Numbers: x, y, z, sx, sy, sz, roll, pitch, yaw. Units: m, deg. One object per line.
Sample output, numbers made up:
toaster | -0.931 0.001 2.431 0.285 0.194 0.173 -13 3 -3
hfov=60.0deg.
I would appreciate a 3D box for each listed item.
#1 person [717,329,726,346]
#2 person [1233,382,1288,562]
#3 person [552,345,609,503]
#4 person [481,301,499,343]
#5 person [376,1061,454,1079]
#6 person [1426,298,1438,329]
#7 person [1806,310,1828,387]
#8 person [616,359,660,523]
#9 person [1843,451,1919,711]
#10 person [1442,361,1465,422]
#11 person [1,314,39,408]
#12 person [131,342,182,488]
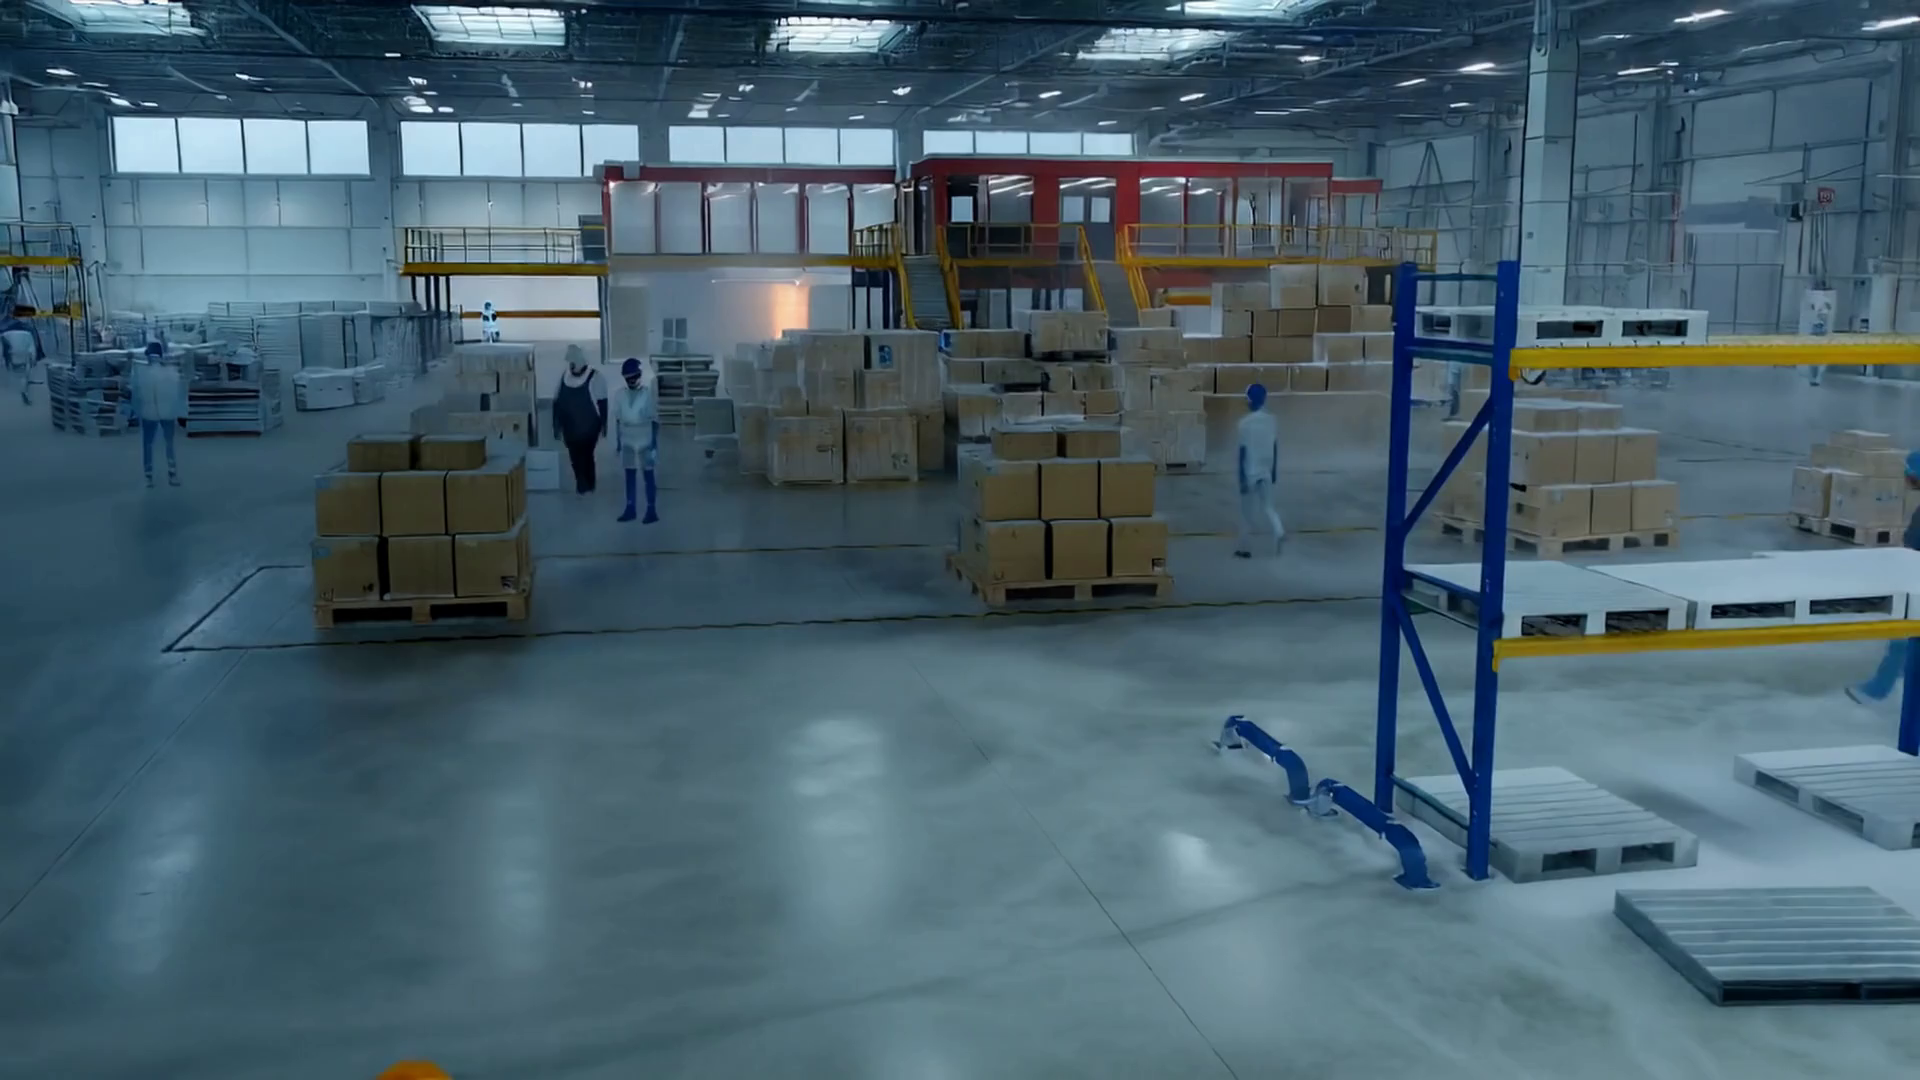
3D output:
person | -8.143 -7.027 56.347 0.858 1.588 0.500 -4 10 -23
person | 3.062 -0.679 16.906 0.527 1.850 0.739 -3 10 -19
person | -4.852 -1.470 21.138 0.708 2.000 0.561 2 10 13
person | -15.391 -6.863 54.480 0.573 1.887 0.355 -7 11 -35
person | -0.768 1.673 2.498 0.508 1.872 0.329 -7 12 -37
person | 16.369 -7.395 57.611 1.060 1.937 0.623 -3 10 -16
person | 21.687 -4.839 42.023 0.592 1.923 0.381 -7 12 -37
person | -3.802 -1.157 19.543 0.551 1.934 0.373 3 10 18
person | 6.415 0.307 11.093 0.829 1.785 0.576 7 12 37
person | 9.622 -3.262 32.370 0.372 1.940 0.630 3 10 20
person | -19.979 -3.793 35.368 0.647 2.019 0.612 -4 10 -22
person | -10.985 -1.715 22.770 0.623 1.993 0.384 -7 12 -38
